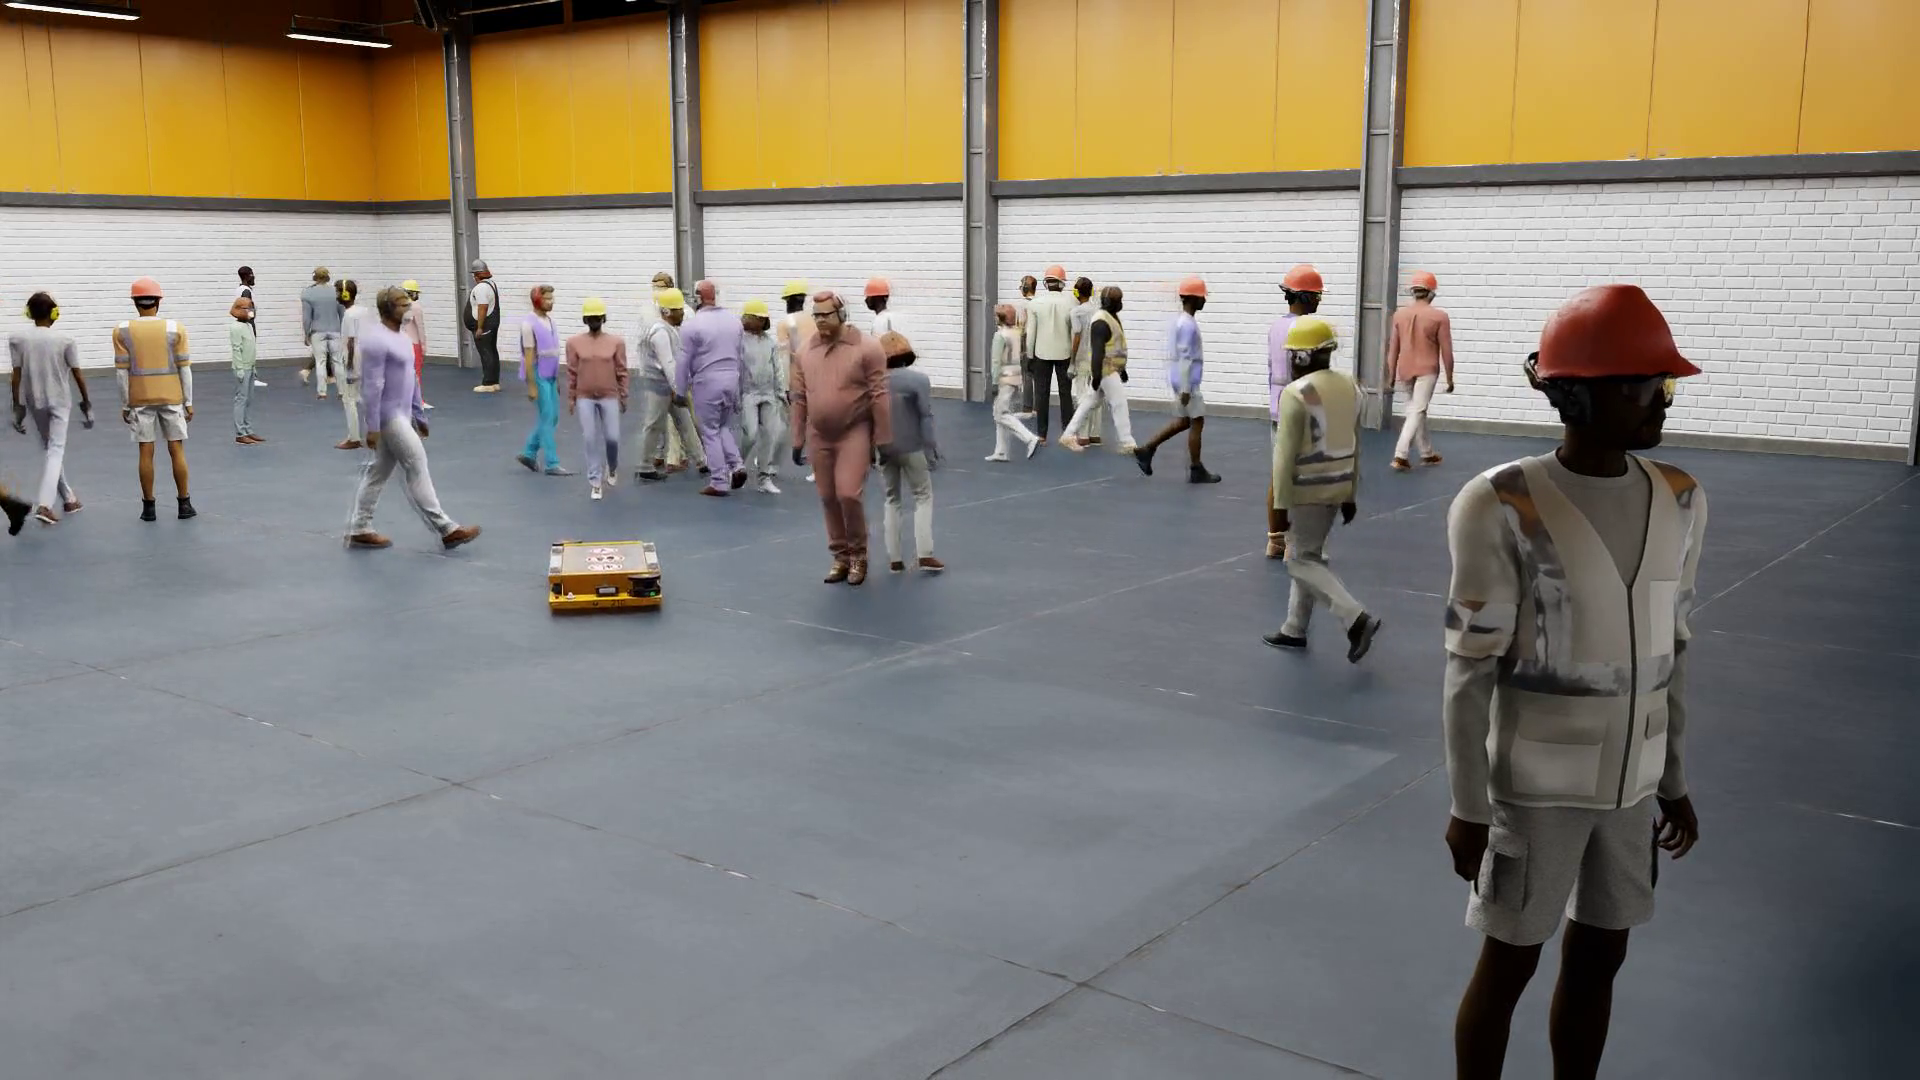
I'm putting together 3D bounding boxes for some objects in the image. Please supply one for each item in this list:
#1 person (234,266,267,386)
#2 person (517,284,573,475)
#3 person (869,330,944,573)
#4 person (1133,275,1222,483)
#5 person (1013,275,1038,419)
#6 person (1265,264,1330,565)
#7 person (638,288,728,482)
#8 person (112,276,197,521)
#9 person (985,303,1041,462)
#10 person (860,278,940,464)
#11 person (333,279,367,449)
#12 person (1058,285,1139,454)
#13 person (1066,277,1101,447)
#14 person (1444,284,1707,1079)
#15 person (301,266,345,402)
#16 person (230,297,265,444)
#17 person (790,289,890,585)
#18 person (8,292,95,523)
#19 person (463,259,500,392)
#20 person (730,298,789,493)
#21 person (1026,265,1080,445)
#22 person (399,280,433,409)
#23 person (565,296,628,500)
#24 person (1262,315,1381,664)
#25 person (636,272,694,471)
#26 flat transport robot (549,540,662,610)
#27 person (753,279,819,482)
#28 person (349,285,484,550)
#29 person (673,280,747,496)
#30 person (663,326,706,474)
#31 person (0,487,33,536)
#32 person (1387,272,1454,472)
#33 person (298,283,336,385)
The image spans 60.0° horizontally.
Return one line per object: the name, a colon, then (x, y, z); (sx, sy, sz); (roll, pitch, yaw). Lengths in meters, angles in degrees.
person: (-11.435, -3.425, 26.702); (0.391, 1.919, 0.590); (-6, 12, -32)
person: (-4.002, -1.526, 15.949); (0.549, 1.854, 0.582); (2, 10, 10)
person: (-0.406, -0.586, 11.059); (0.546, 1.601, 0.394); (4, 11, 24)
person: (2.033, -1.468, 15.308); (0.726, 1.923, 0.552); (-1, 10, -3)
person: (0.909, -2.479, 21.431); (0.332, 1.841, 0.504); (8, 12, 38)
person: (2.302, -0.847, 11.330); (0.371, 2.044, 0.608); (-2, 10, -14)
person: (-2.585, -1.408, 15.321); (0.899, 1.788, 0.597); (1, 10, 4)
person: (-6.384, -1.116, 13.207); (0.544, 1.936, 0.359); (-4, 11, -23)
person: (0.528, -1.575, 16.774); (0.576, 1.624, 0.522); (4, 11, 23)
person: (-0.700, -1.650, 16.481); (1.028, 1.893, 0.542); (3, 10, 18)
person: (-6.473, -1.888, 17.966); (0.626, 1.845, 0.542); (-1, 10, -3)
person: (1.494, -1.795, 17.591); (0.954, 1.798, 0.616); (2, 10, 11)
person: (1.361, -1.950, 18.281); (0.334, 1.864, 0.521); (10, 14, 44)
person: (1.301, 0.496, 3.497); (0.615, 2.045, 0.365); (-3, 10, -19)
person: (-9.124, -2.958, 23.922); (0.627, 1.940, 0.371); (-6, 11, -30)
person: (-7.987, -1.893, 18.610); (0.277, 1.631, 0.506); (-1, 10, -5)
person: (-0.797, -0.644, 10.605); (0.663, 1.884, 0.498); (4, 11, 24)
person: (-7.220, -1.057, 13.221); (0.541, 1.824, 0.992); (-1, 10, -8)
person: (-7.387, -3.311, 25.682); (0.535, 2.000, 0.688); (0, 10, 2)
person: (-1.795, -1.271, 14.714); (0.503, 1.726, 0.427); (-8, 13, -40)
person: (1.044, -2.041, 18.425); (0.623, 1.990, 0.390); (1, 10, 4)
person: (-7.484, -2.661, 22.710); (0.523, 1.763, 0.329); (6, 11, 31)
person: (-3.157, -1.241, 14.473); (0.530, 1.753, 0.505); (-2, 10, -12)
person: (1.882, -0.251, 8.579); (0.600, 1.806, 0.761); (-9, 13, -41)
person: (-2.866, -1.635, 16.221); (0.634, 1.939, 0.367); (3, 10, 18)
flat transport robot: (-2.227, 0.196, 10.411); (0.652, 0.197, 1.431); (-2, 10, -12)
person: (-1.535, -1.486, 15.534); (0.589, 1.869, 0.987); (-9, 13, -42)
person: (-3.941, -0.855, 11.828); (1.003, 1.882, 0.651); (0, 10, -2)
person: (-2.193, -1.316, 14.522); (0.468, 1.886, 0.658); (8, 12, 38)
person: (-2.677, -1.473, 16.256); (0.515, 1.606, 0.756); (2, 10, 12)
person: (-7.316, -0.936, 12.243); (0.834, 1.914, 0.554); (0, 10, -2)
person: (4.511, -1.649, 16.308); (1.027, 1.949, 0.631); (-9, 13, -41)
person: (-10.324, -3.301, 26.711); (0.529, 1.671, 0.785); (7, 12, 34)
